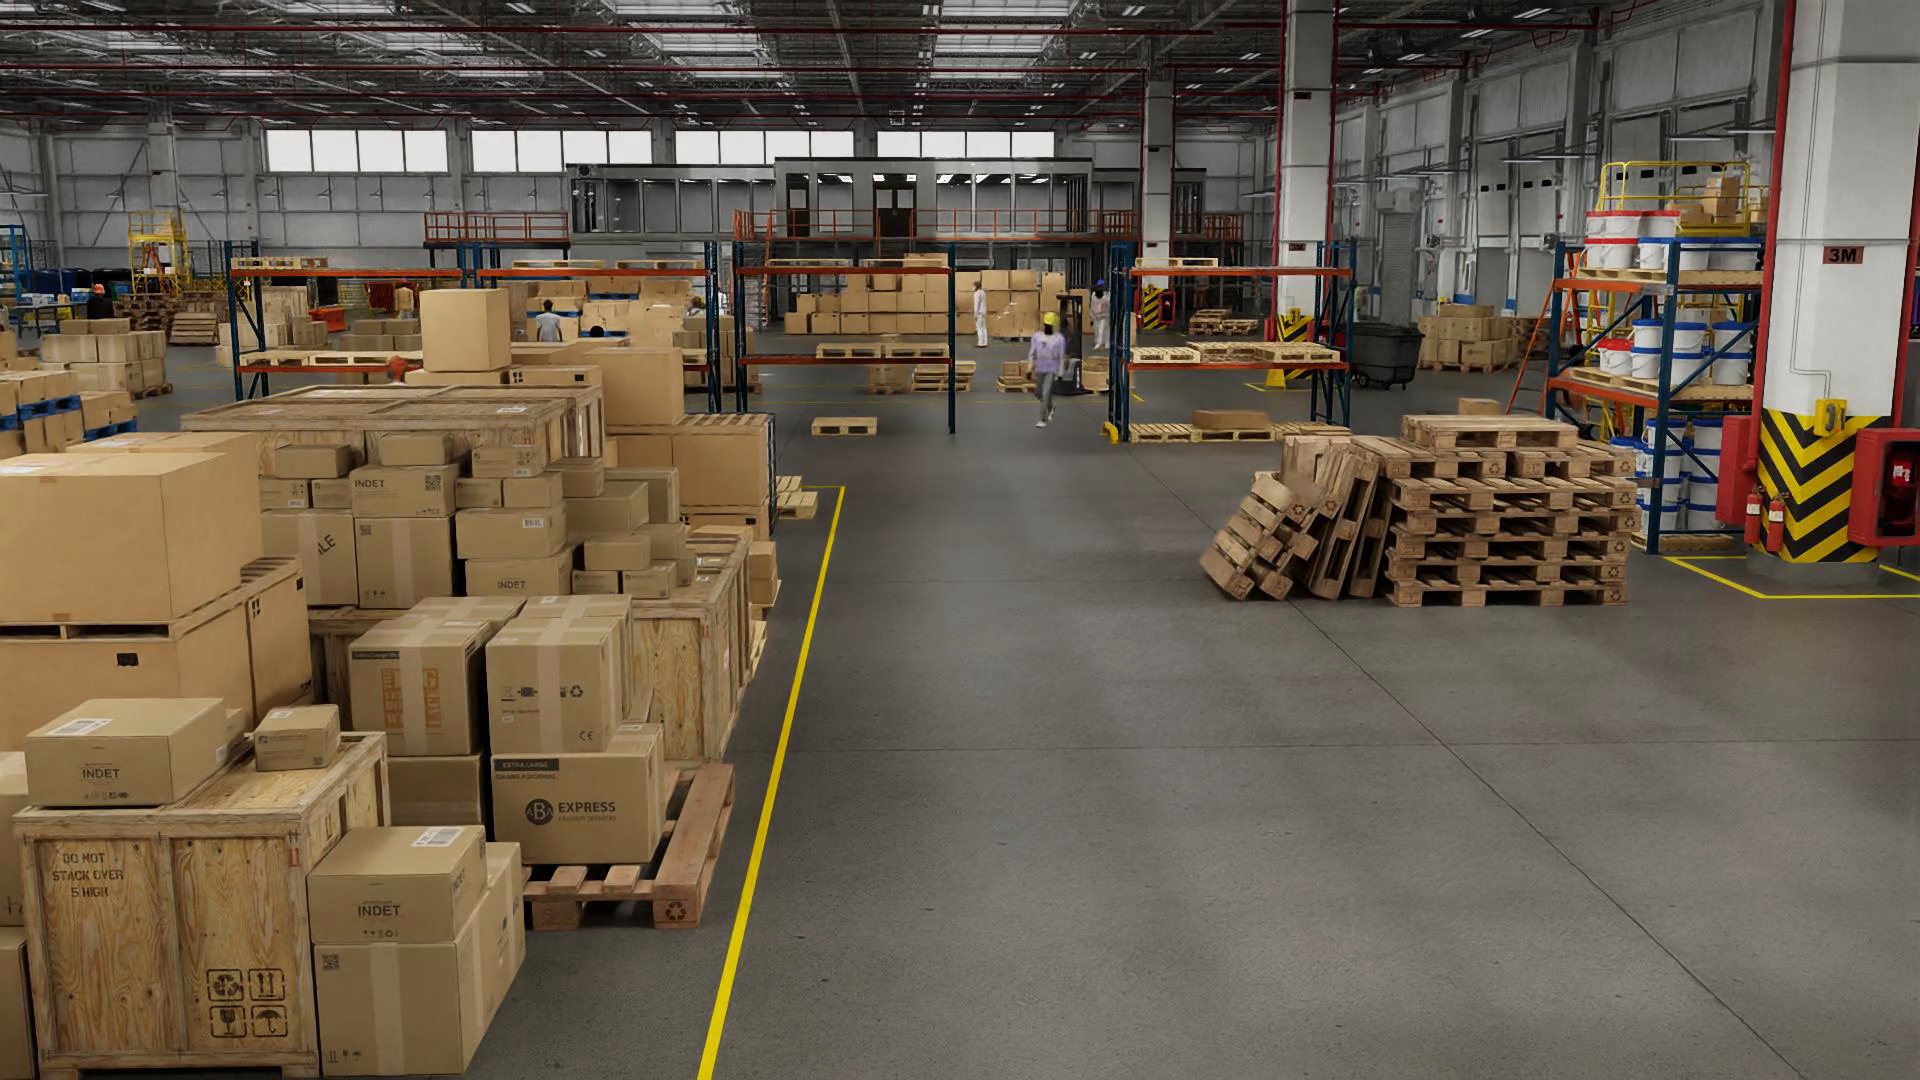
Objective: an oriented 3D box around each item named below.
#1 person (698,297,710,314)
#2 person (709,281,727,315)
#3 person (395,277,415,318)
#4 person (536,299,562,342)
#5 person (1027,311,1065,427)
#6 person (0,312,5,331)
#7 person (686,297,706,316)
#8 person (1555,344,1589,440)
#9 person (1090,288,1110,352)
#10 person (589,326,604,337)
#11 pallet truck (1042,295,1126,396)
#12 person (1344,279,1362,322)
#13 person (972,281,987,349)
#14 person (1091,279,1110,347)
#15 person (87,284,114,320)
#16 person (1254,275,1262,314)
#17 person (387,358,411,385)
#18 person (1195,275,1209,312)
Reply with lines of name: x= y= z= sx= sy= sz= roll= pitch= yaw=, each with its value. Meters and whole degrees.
person: x=-6.092 y=-4.845 z=39.140 sx=0.300 sy=1.743 sz=0.493 roll=7 pitch=12 yaw=34
person: x=-6.817 y=-6.301 z=46.707 sx=0.553 sy=1.935 sz=0.362 roll=-2 pitch=10 yaw=-9
person: x=-17.411 y=-7.273 z=52.189 sx=0.556 sy=1.923 sz=0.394 roll=-3 pitch=11 yaw=-14
person: x=-8.545 y=-4.083 z=34.649 sx=0.523 sy=1.835 sz=0.888 roll=-2 pitch=10 yaw=-11
person: x=1.442 y=-2.818 z=27.386 sx=0.619 sy=1.907 sz=0.637 roll=6 pitch=12 yaw=28
person: x=-21.043 y=-4.353 z=36.142 sx=0.524 sy=1.848 sz=0.770 roll=-5 pitch=11 yaw=-25
person: x=-5.828 y=-4.522 z=37.187 sx=0.520 sy=1.787 sz=1.014 roll=6 pitch=12 yaw=29
person: x=8.239 y=-1.828 z=22.555 sx=0.529 sy=1.665 sz=0.830 roll=-7 pitch=12 yaw=-34
person: x=3.919 y=-6.086 z=45.996 sx=0.984 sy=1.778 sz=0.659 roll=-9 pitch=13 yaw=-40
person: x=-4.916 y=-1.944 z=22.529 sx=0.600 sy=1.909 sz=0.399 roll=0 pitch=10 yaw=-1
pallet truck: x=2.483 y=-3.881 z=33.060 sx=1.885 sy=1.965 sz=0.823 roll=-7 pitch=13 yaw=-36
person: x=12.625 y=-7.467 z=53.489 sx=0.628 sy=1.830 sz=0.431 roll=10 pitch=14 yaw=44
person: x=0.544 y=-6.412 z=47.385 sx=0.387 sy=1.927 sz=0.645 roll=4 pitch=11 yaw=22
person: x=4.071 y=-6.568 z=48.165 sx=0.615 sy=1.945 sz=0.405 roll=-3 pitch=11 yaw=-15
person: x=-21.347 y=-5.365 z=41.336 sx=0.608 sy=1.996 sz=0.376 roll=-6 pitch=12 yaw=-29
person: x=12.382 y=-10.295 z=68.985 sx=0.363 sy=1.928 sz=0.587 roll=-3 pitch=10 yaw=-14
person: x=-5.854 y=-0.999 z=17.497 sx=0.581 sy=1.828 sz=0.998 roll=-1 pitch=10 yaw=-6
person: x=10.372 y=-10.750 z=71.371 sx=0.624 sy=1.986 sz=0.408 roll=4 pitch=11 yaw=20
